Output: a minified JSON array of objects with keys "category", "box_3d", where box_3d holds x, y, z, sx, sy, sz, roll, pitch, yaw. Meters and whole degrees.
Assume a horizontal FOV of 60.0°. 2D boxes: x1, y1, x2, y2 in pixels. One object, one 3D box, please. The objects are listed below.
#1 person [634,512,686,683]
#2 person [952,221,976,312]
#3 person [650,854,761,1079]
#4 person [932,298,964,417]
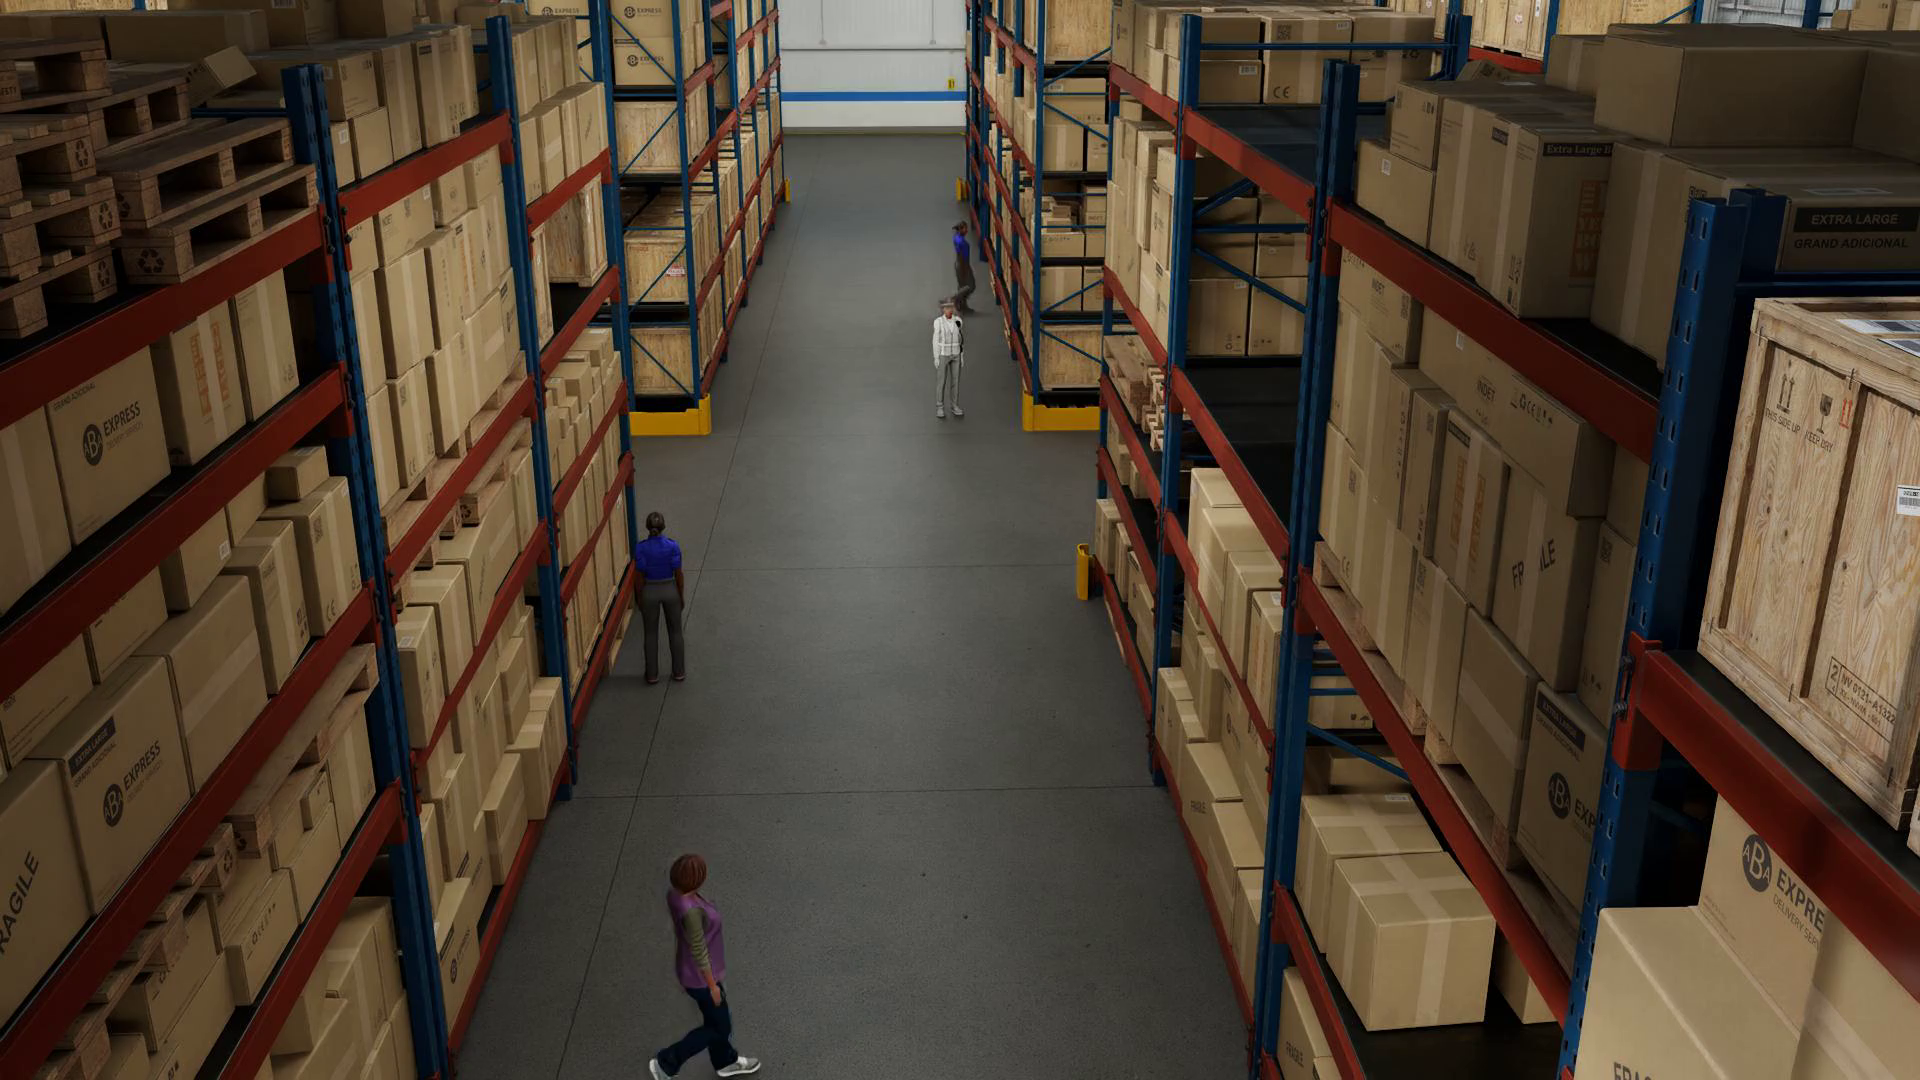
[{"category":"person","box_3d":[-2.756,0.508,15.286,0.440,1.659,0.345,-4,21,-12]},{"category":"person","box_3d":[0.033,-4.861,29.646,0.506,1.660,0.465,-4,21,-10]},{"category":"person","box_3d":[-1.536,2.569,9.839,0.687,1.592,0.423,-7,21,-17]},{"category":"person","box_3d":[-0.156,-2.610,23.603,0.459,1.693,0.364,-7,22,-18]}]
